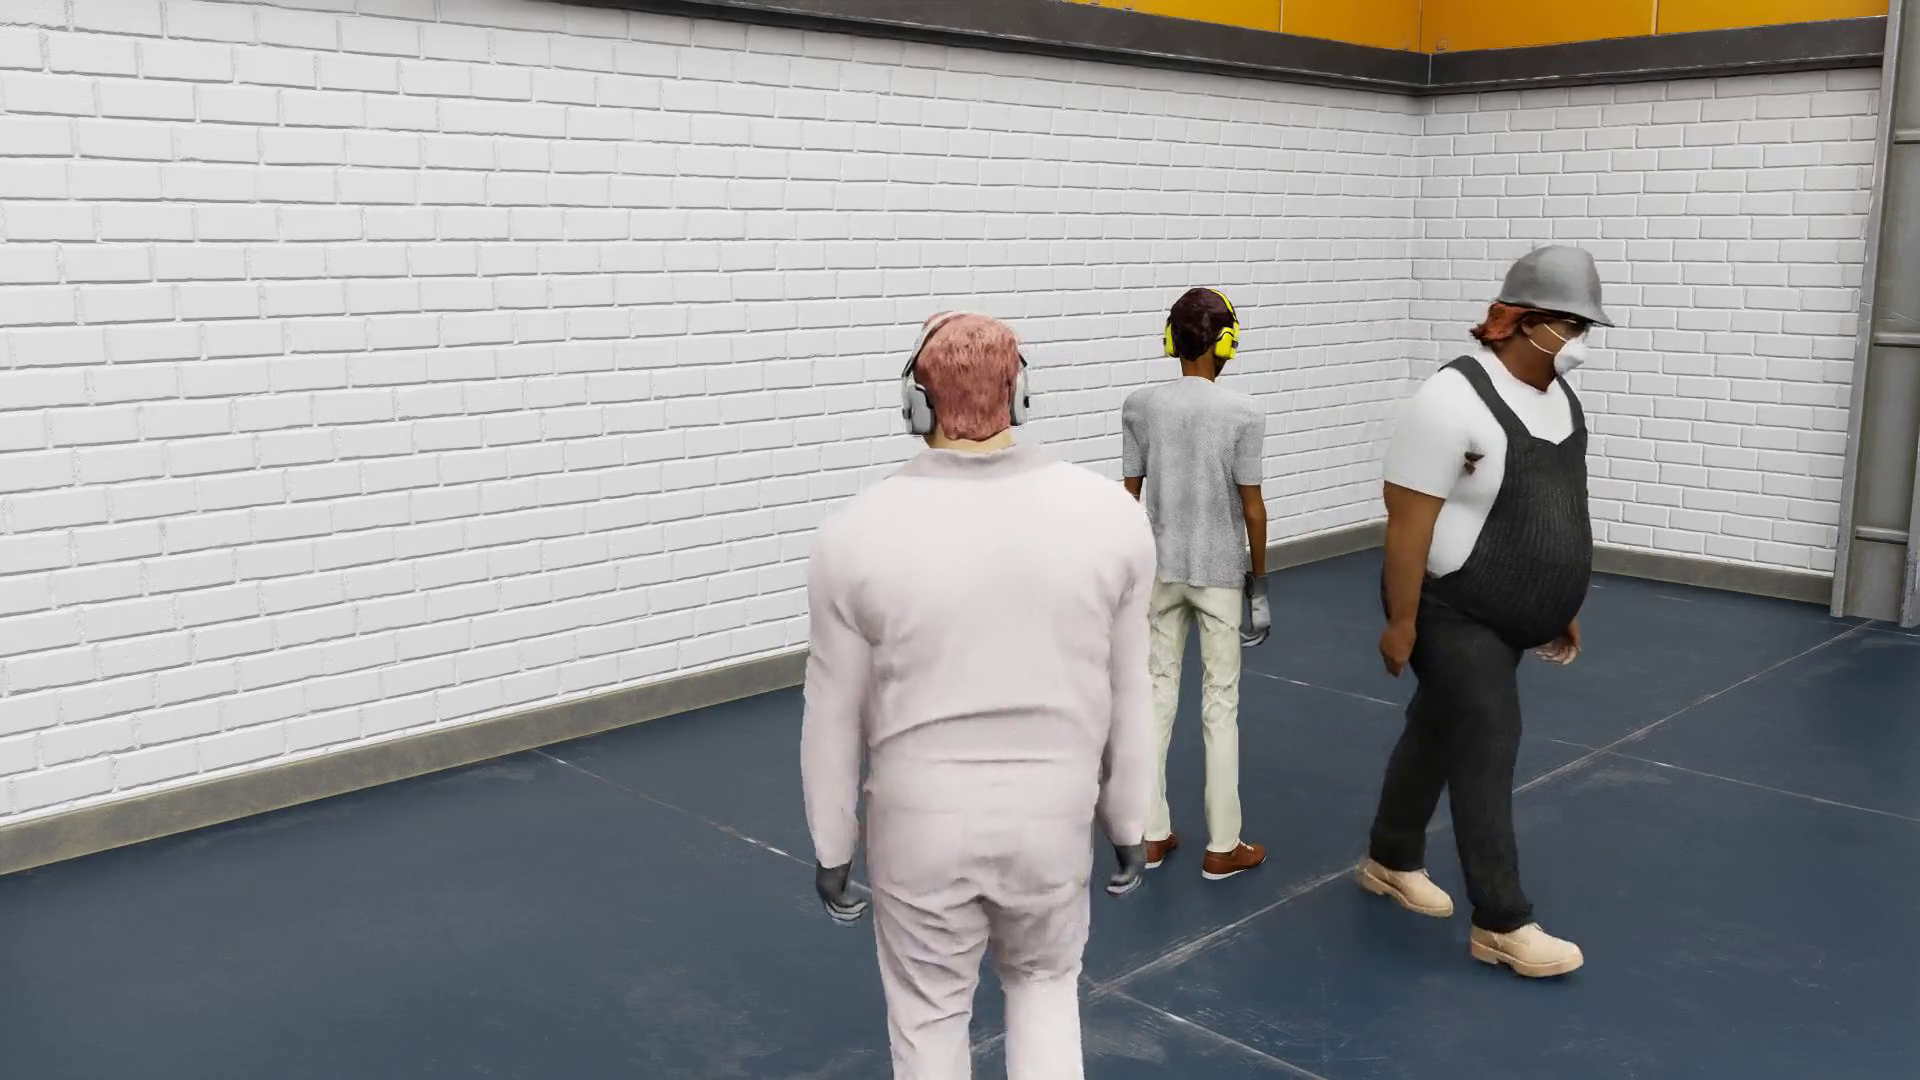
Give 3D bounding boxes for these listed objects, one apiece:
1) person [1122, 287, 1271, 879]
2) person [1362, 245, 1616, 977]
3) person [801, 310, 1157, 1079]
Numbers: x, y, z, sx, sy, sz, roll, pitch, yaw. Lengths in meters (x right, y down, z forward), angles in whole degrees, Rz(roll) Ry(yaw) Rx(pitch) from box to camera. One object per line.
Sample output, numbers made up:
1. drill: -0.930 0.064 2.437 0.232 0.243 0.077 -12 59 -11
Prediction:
1. person: 0.745 0.141 5.262 0.515 1.865 0.329 6 12 30
2. person: 1.513 0.156 4.692 0.698 2.000 0.904 -10 14 -43
3. person: 0.032 0.521 3.114 0.664 1.887 0.464 -2 11 -10
